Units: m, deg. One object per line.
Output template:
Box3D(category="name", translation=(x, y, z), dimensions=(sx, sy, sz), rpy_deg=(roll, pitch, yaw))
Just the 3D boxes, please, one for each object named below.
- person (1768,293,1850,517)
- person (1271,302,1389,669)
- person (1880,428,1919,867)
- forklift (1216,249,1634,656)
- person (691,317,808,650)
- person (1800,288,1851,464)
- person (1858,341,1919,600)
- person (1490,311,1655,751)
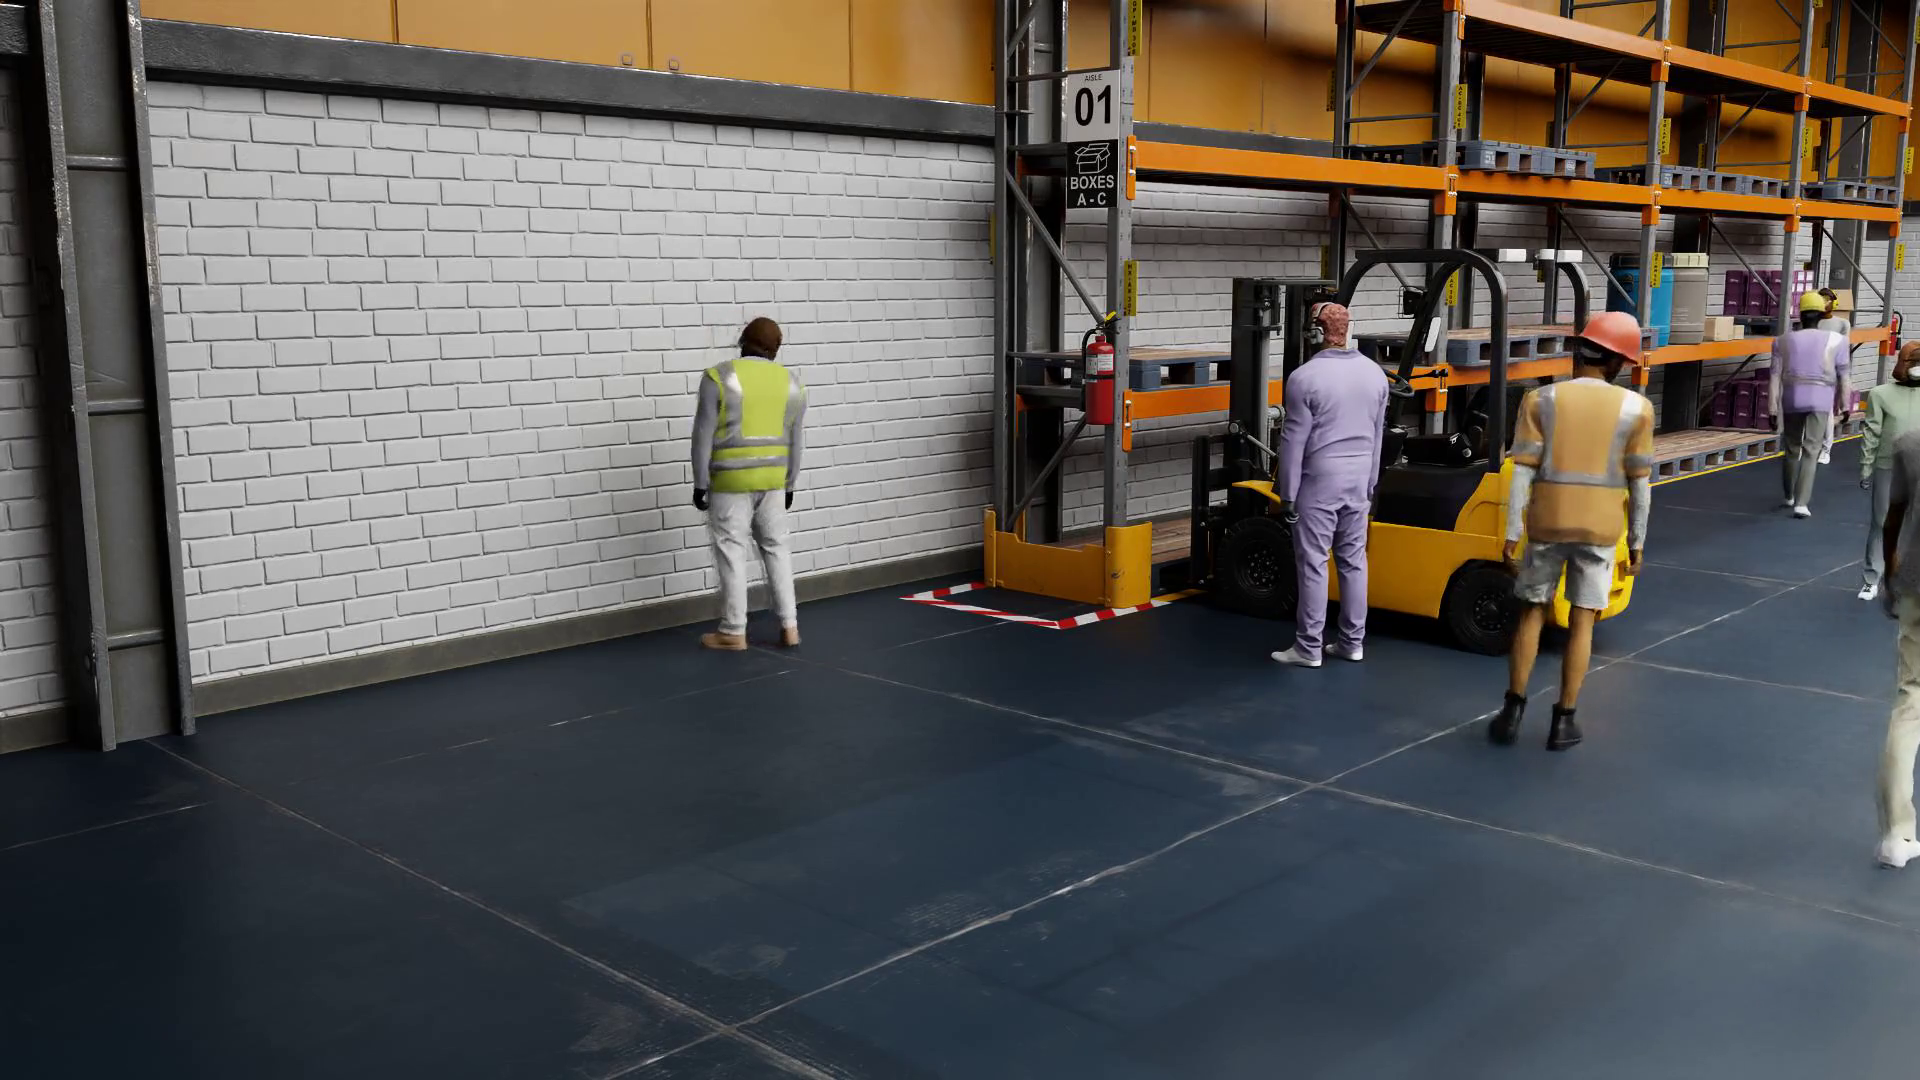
Box3D(category="person", translation=(7.173, -1.149, 14.084), dimensions=(0.604, 1.872, 1.009), rpy_deg=(6, 11, 34))
Box3D(category="person", translation=(1.906, -0.281, 8.682), dimensions=(0.644, 1.900, 0.399), rpy_deg=(-5, 10, -27))
Box3D(category="person", translation=(3.559, 0.212, 5.939), dimensions=(0.540, 1.804, 1.007), rpy_deg=(8, 12, 42))
Box3D(category="forklift", translation=(2.710, -0.584, 9.626), dimensions=(2.313, 2.155, 1.214), rpy_deg=(9, 13, 43))
Box3D(category="person", translation=(-1.141, -0.291, 9.019), dimensions=(0.675, 1.809, 0.441), rpy_deg=(-7, 11, -36))
Box3D(category="person", translation=(9.182, -1.745, 17.734), dimensions=(0.333, 1.872, 0.515), rpy_deg=(-8, 12, -42))
Box3D(category="person", translation=(5.865, -0.417, 10.316), dimensions=(0.509, 1.631, 0.270), rpy_deg=(5, 10, 27))
Box3D(category="person", translation=(2.687, -0.042, 7.222), dimensions=(0.568, 1.889, 0.524), rpy_deg=(4, 10, 23))
